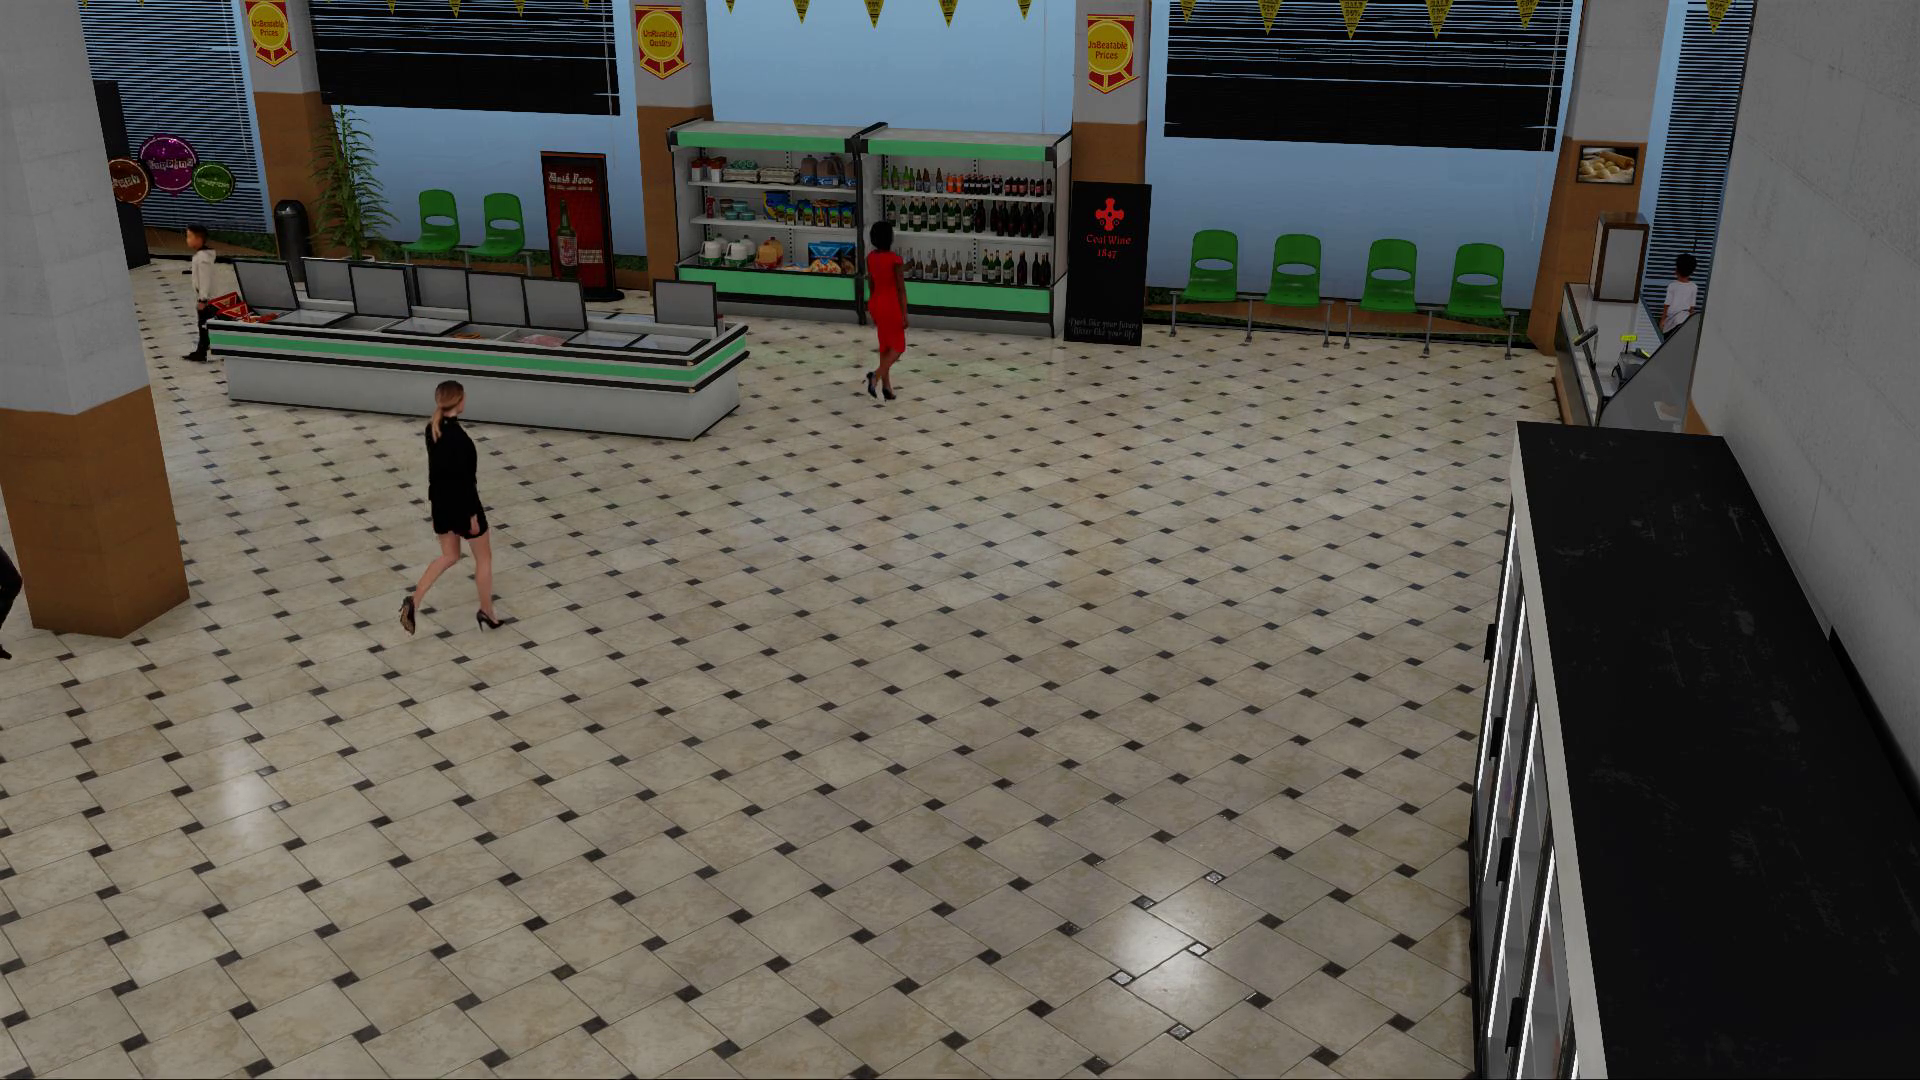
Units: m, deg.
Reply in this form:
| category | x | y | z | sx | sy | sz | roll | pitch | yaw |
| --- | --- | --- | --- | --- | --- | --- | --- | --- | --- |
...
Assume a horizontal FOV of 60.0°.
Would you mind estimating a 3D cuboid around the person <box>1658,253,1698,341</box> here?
| category | x | y | z | sx | sy | sz | roll | pitch | yaw |
| --- | --- | --- | --- | --- | --- | --- | --- | --- | --- |
| person | 7.098 | -2.206 | 16.462 | 0.512 | 1.259 | 0.615 | -3 | 22 | -7 |

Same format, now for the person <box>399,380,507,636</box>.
| category | x | y | z | sx | sy | sz | roll | pitch | yaw |
| --- | --- | --- | --- | --- | --- | --- | --- | --- | --- |
| person | -3.288 | -0.132 | 10.657 | 1.016 | 1.739 | 0.852 | 14 | 26 | 31 |

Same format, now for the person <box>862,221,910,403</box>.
| category | x | y | z | sx | sy | sz | roll | pitch | yaw |
| --- | --- | --- | --- | --- | --- | --- | --- | --- | --- |
| person | -0.728 | -2.087 | 15.540 | 0.824 | 1.726 | 0.804 | 15 | 26 | 33 |

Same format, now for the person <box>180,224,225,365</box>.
| category | x | y | z | sx | sy | sz | roll | pitch | yaw |
| --- | --- | --- | --- | --- | --- | --- | --- | --- | --- |
| person | -7.559 | -2.489 | 16.932 | 0.944 | 1.433 | 0.889 | -12 | 25 | -28 |
